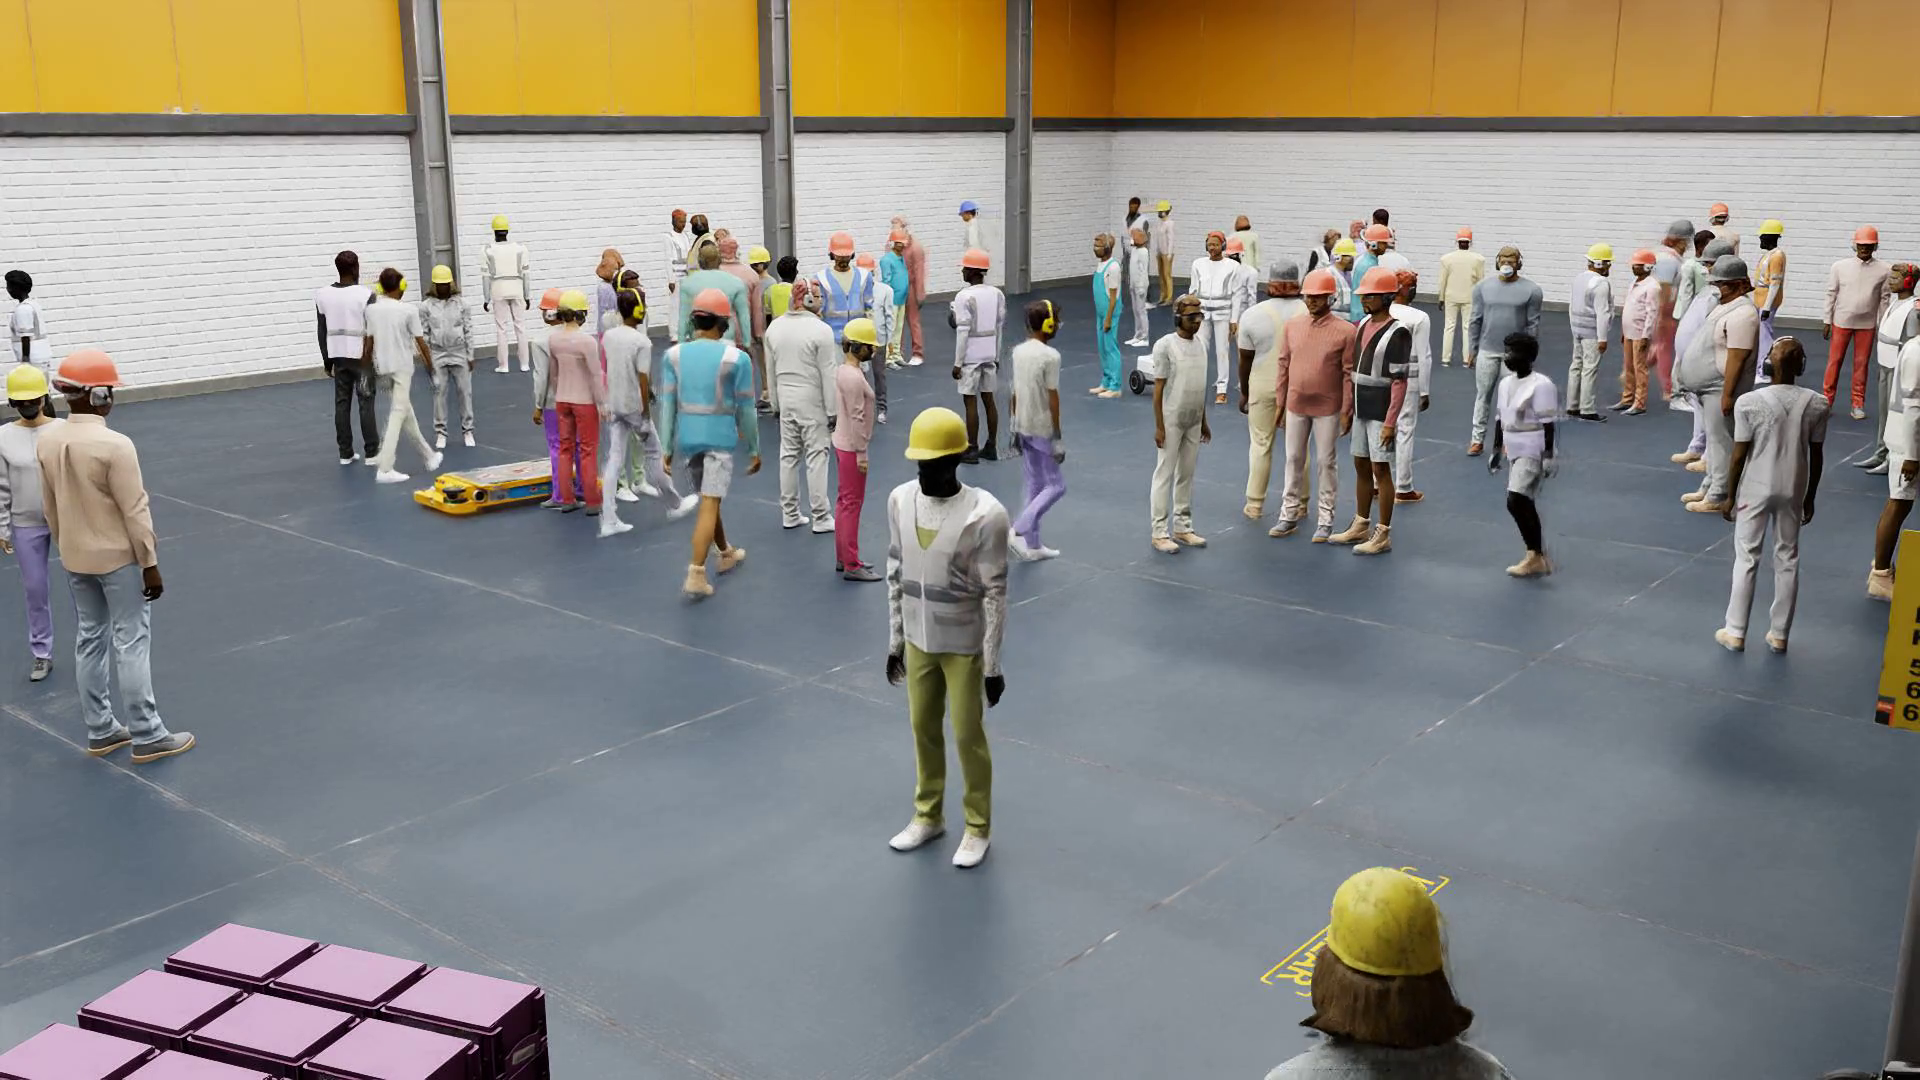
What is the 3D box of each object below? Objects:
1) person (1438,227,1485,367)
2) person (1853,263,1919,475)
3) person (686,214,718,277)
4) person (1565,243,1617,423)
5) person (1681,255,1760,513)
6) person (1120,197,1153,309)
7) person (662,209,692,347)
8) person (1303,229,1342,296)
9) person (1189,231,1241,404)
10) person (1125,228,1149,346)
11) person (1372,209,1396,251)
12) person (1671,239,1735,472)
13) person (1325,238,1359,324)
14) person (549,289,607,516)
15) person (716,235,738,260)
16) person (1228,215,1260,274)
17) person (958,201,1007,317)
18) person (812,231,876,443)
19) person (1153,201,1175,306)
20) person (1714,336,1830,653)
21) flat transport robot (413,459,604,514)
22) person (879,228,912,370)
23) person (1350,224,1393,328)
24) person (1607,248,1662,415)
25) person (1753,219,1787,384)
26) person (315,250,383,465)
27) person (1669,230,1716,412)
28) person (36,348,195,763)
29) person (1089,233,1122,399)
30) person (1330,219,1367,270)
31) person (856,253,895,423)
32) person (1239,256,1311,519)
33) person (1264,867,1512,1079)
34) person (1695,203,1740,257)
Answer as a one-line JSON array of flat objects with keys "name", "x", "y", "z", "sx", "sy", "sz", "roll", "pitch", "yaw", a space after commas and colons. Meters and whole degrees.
[{"name": "person", "x": 6.318, "y": -3.061, "z": 20.980, "sx": 0.563, "sy": 1.755, "sz": 0.323, "roll": 5, "pitch": 15, "yaw": 17}, {"name": "person", "x": 8.169, "y": -1.482, "z": 14.492, "sx": 0.390, "sy": 1.846, "sz": 0.564, "roll": 3, "pitch": 14, "yaw": 11}, {"name": "person", "x": -3.468, "y": -3.462, "z": 22.428, "sx": 0.429, "sy": 1.836, "sz": 0.633, "roll": -5, "pitch": 15, "yaw": -19}, {"name": "person", "x": 6.501, "y": -2.131, "z": 17.113, "sx": 0.404, "sy": 1.828, "sz": 0.603, "roll": -2, "pitch": 14, "yaw": -9}, {"name": "person", "x": 5.972, "y": -1.238, "z": 13.122, "sx": 0.535, "sy": 2.000, "sz": 0.679, "roll": 4, "pitch": 15, "yaw": 15}, {"name": "person", "x": 2.837, "y": -4.688, "z": 27.314, "sx": 1.015, "sy": 1.852, "sz": 0.635, "roll": -12, "pitch": 18, "yaw": -39}, {"name": "person", "x": -3.838, "y": -3.578, "z": 22.785, "sx": 0.355, "sy": 1.887, "sz": 0.575, "roll": 5, "pitch": 15, "yaw": 19}, {"name": "person", "x": 5.015, "y": -3.457, "z": 22.847, "sx": 0.587, "sy": 1.607, "sz": 0.621, "roll": -7, "pitch": 16, "yaw": -27}, {"name": "person", "x": 2.774, "y": -2.436, "z": 18.228, "sx": 0.574, "sy": 1.883, "sz": 0.356, "roll": 6, "pitch": 15, "yaw": 23}, {"name": "person", "x": 2.462, "y": -3.491, "z": 22.971, "sx": 0.280, "sy": 1.625, "sz": 0.493, "roll": -3, "pitch": 14, "yaw": -10}, {"name": "person", "x": 5.651, "y": -3.468, "z": 22.292, "sx": 0.392, "sy": 1.914, "sz": 0.587, "roll": 6, "pitch": 15, "yaw": 23}, {"name": "person", "x": 6.583, "y": -1.627, "z": 14.675, "sx": 0.535, "sy": 2.000, "sz": 0.687, "roll": 2, "pitch": 14, "yaw": 6}, {"name": "person", "x": 4.081, "y": -2.334, "z": 17.954, "sx": 0.404, "sy": 1.823, "sz": 0.591, "roll": 14, "pitch": 19, "yaw": 43}, {"name": "person", "x": -2.974, "y": -1.066, "z": 12.988, "sx": 0.525, "sy": 1.770, "sz": 0.306, "roll": 8, "pitch": 16, "yaw": 29}, {"name": "person", "x": -2.983, "y": -3.089, "z": 21.336, "sx": 0.310, "sy": 1.637, "sz": 0.514, "roll": -10, "pitch": 17, "yaw": -34}, {"name": "person", "x": 4.471, "y": -4.316, "z": 26.264, "sx": 0.520, "sy": 1.608, "sz": 0.546, "roll": 2, "pitch": 14, "yaw": 7}, {"name": "person", "x": 0.306, "y": -4.090, "z": 24.820, "sx": 0.731, "sy": 1.901, "sz": 0.663, "roll": 2, "pitch": 14, "yaw": 7}, {"name": "person", "x": -1.103, "y": -1.926, "z": 15.910, "sx": 0.615, "sy": 2.028, "sz": 0.409, "roll": -5, "pitch": 15, "yaw": -19}, {"name": "person", "x": 3.430, "y": -4.816, "z": 27.999, "sx": 0.335, "sy": 1.760, "sz": 0.528, "roll": -4, "pitch": 15, "yaw": -17}, {"name": "person", "x": 4.670, "y": -0.254, "z": 9.583, "sx": 0.509, "sy": 1.847, "sz": 0.342, "roll": 2, "pitch": 14, "yaw": 8}, {"name": "flat transport robot", "x": -3.658, "y": -0.464, "z": 13.616, "sx": 1.431, "sy": 0.197, "sz": 0.652, "roll": -13, "pitch": 19, "yaw": -41}, {"name": "person", "x": -0.787, "y": -3.016, "z": 20.812, "sx": 0.333, "sy": 1.750, "sz": 0.561, "roll": 6, "pitch": 15, "yaw": 24}, {"name": "person", "x": 4.338, "y": -2.342, "z": 17.645, "sx": 0.406, "sy": 1.987, "sz": 0.615, "roll": 5, "pitch": 15, "yaw": 18}, {"name": "person", "x": 7.124, "y": -2.193, "z": 17.520, "sx": 0.324, "sy": 1.752, "sz": 0.562, "roll": -1, "pitch": 14, "yaw": -4}, {"name": "person", "x": 9.480, "y": -2.798, "z": 19.586, "sx": 0.367, "sy": 1.928, "sz": 0.584, "roll": 4, "pitch": 15, "yaw": 16}, {"name": "person", "x": -5.453, "y": -1.624, "z": 14.914, "sx": 0.597, "sy": 1.916, "sz": 0.371, "roll": 3, "pitch": 14, "yaw": 11}, {"name": "person", "x": 7.843, "y": -2.346, "z": 17.797, "sx": 0.392, "sy": 1.919, "sz": 0.590, "roll": 12, "pitch": 18, "yaw": 39}, {"name": "person", "x": -4.058, "y": 0.084, "z": 7.932, "sx": 0.611, "sy": 1.994, "sz": 0.379, "roll": 6, "pitch": 15, "yaw": 21}, {"name": "person", "x": 1.633, "y": -2.506, "z": 18.600, "sx": 0.338, "sy": 1.839, "sz": 0.504, "roll": -4, "pitch": 14, "yaw": -14}, {"name": "person", "x": 4.771, "y": -2.907, "z": 20.076, "sx": 0.406, "sy": 1.903, "sz": 0.637, "roll": -12, "pitch": 18, "yaw": -39}, {"name": "person", "x": -0.943, "y": -2.053, "z": 16.989, "sx": 0.557, "sy": 1.744, "sz": 0.345, "roll": 0, "pitch": 14, "yaw": 0}, {"name": "person", "x": 2.473, "y": -1.177, "z": 12.876, "sx": 0.680, "sy": 2.000, "sz": 0.537, "roll": 1, "pitch": 14, "yaw": 4}, {"name": "person", "x": 0.757, "y": 1.442, "z": 3.059, "sx": 0.482, "sy": 1.728, "sz": 0.433, "roll": -3, "pitch": 14, "yaw": -10}, {"name": "person", "x": 10.033, "y": -3.479, "z": 22.167, "sx": 0.623, "sy": 1.992, "sz": 0.391, "roll": -2, "pitch": 14, "yaw": -8}]
